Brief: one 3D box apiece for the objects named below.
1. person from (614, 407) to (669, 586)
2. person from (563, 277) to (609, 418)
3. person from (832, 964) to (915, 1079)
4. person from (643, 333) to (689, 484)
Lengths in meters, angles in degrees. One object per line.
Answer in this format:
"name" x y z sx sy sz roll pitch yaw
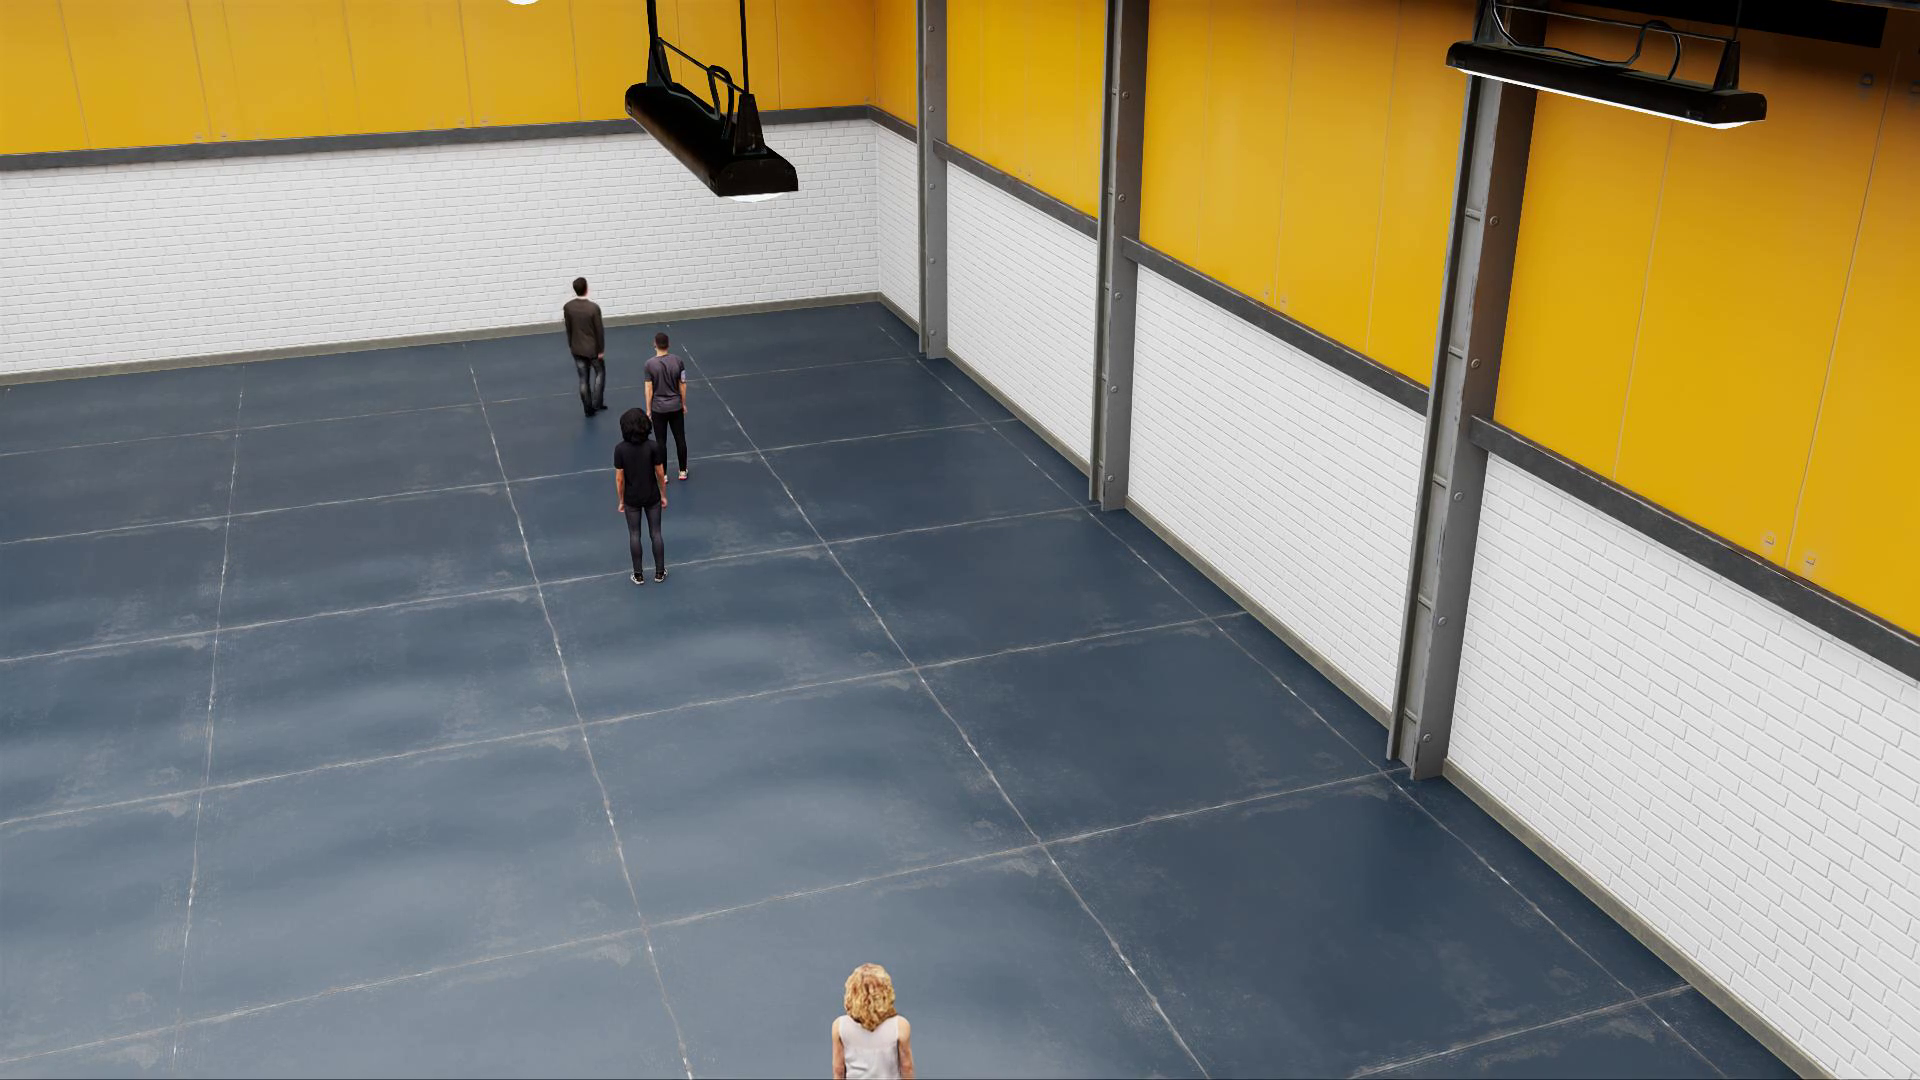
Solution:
"person" -3.164 -0.442 16.517 0.665 1.835 0.564 -5 24 -11
"person" -4.776 -2.416 21.088 0.787 1.790 0.785 3 24 7
"person" -0.469 2.975 8.906 0.663 1.671 0.656 1 24 2
"person" -3.367 -1.522 19.077 0.654 1.764 0.553 -11 26 -23
